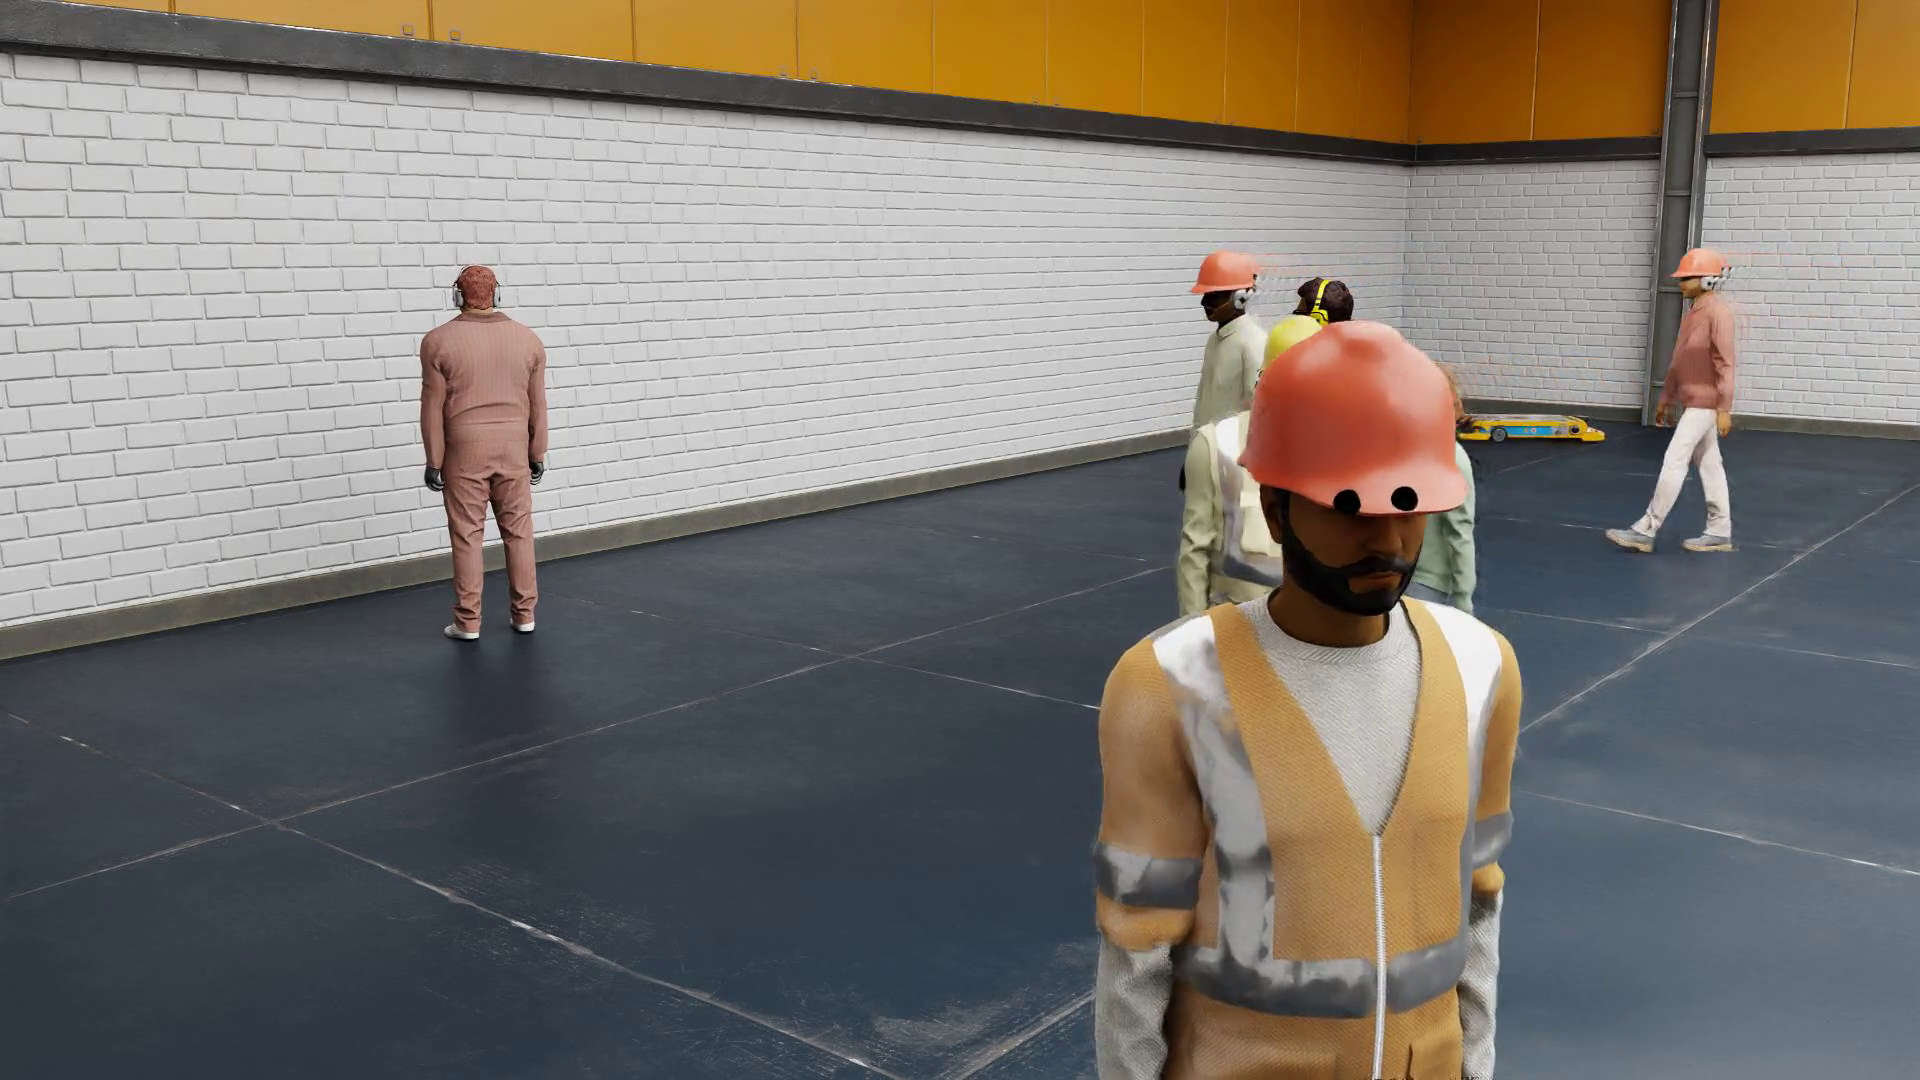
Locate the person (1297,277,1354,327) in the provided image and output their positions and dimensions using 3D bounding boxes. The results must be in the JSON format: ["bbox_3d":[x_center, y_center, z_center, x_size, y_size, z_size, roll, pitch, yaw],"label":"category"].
[{"bbox_3d":[1.489,-0.136,6.862,0.332,1.870,0.514,5,12,27],"label":"person"}]

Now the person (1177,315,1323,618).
[{"bbox_3d":[0.953,0.218,5.066,0.605,1.813,0.720,0,10,1],"label":"person"}]

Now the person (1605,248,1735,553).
[{"bbox_3d":[4.624,-0.884,10.746,0.931,1.955,0.658,1,10,7],"label":"person"}]

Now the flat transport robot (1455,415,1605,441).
[{"bbox_3d":[5.726,-1.150,16.909,1.431,0.197,0.652,1,10,3],"label":"flat transport robot"}]

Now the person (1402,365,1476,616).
[{"bbox_3d":[1.707,0.146,6.065,0.852,1.592,0.500,-2,10,-9],"label":"person"}]

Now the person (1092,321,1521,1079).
[{"bbox_3d":[0.435,0.708,2.012,0.553,1.930,0.387,-3,11,-16],"label":"person"}]

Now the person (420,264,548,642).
[{"bbox_3d":[-2.418,-0.438,8.461,0.645,1.902,0.400,-7,12,-35],"label":"person"}]

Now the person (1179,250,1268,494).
[{"bbox_3d":[1.226,-0.352,7.775,0.574,1.969,0.635,-1,10,-4],"label":"person"}]
